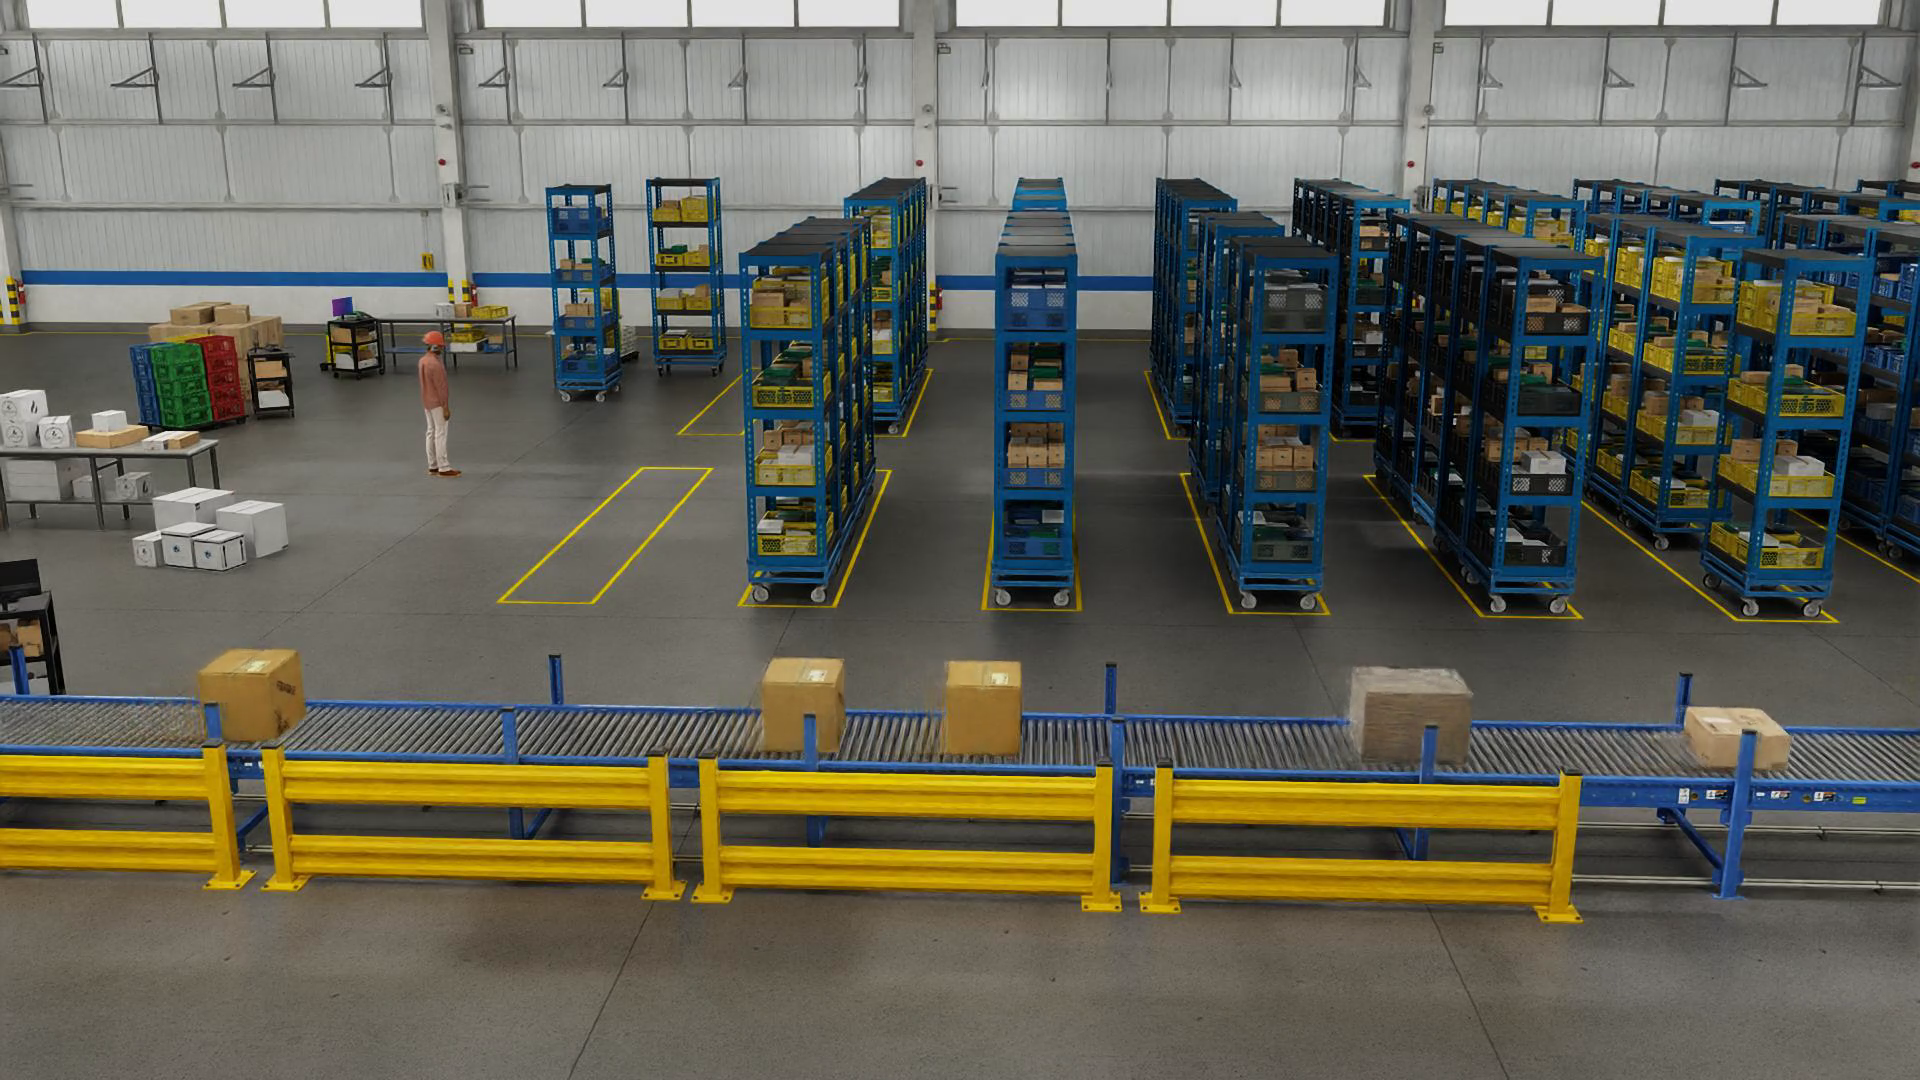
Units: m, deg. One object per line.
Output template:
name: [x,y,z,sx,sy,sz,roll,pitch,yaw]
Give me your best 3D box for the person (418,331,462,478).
person: [-7.102,-1.839,22.582,0.376,1.997,0.612,-13,20,-41]
